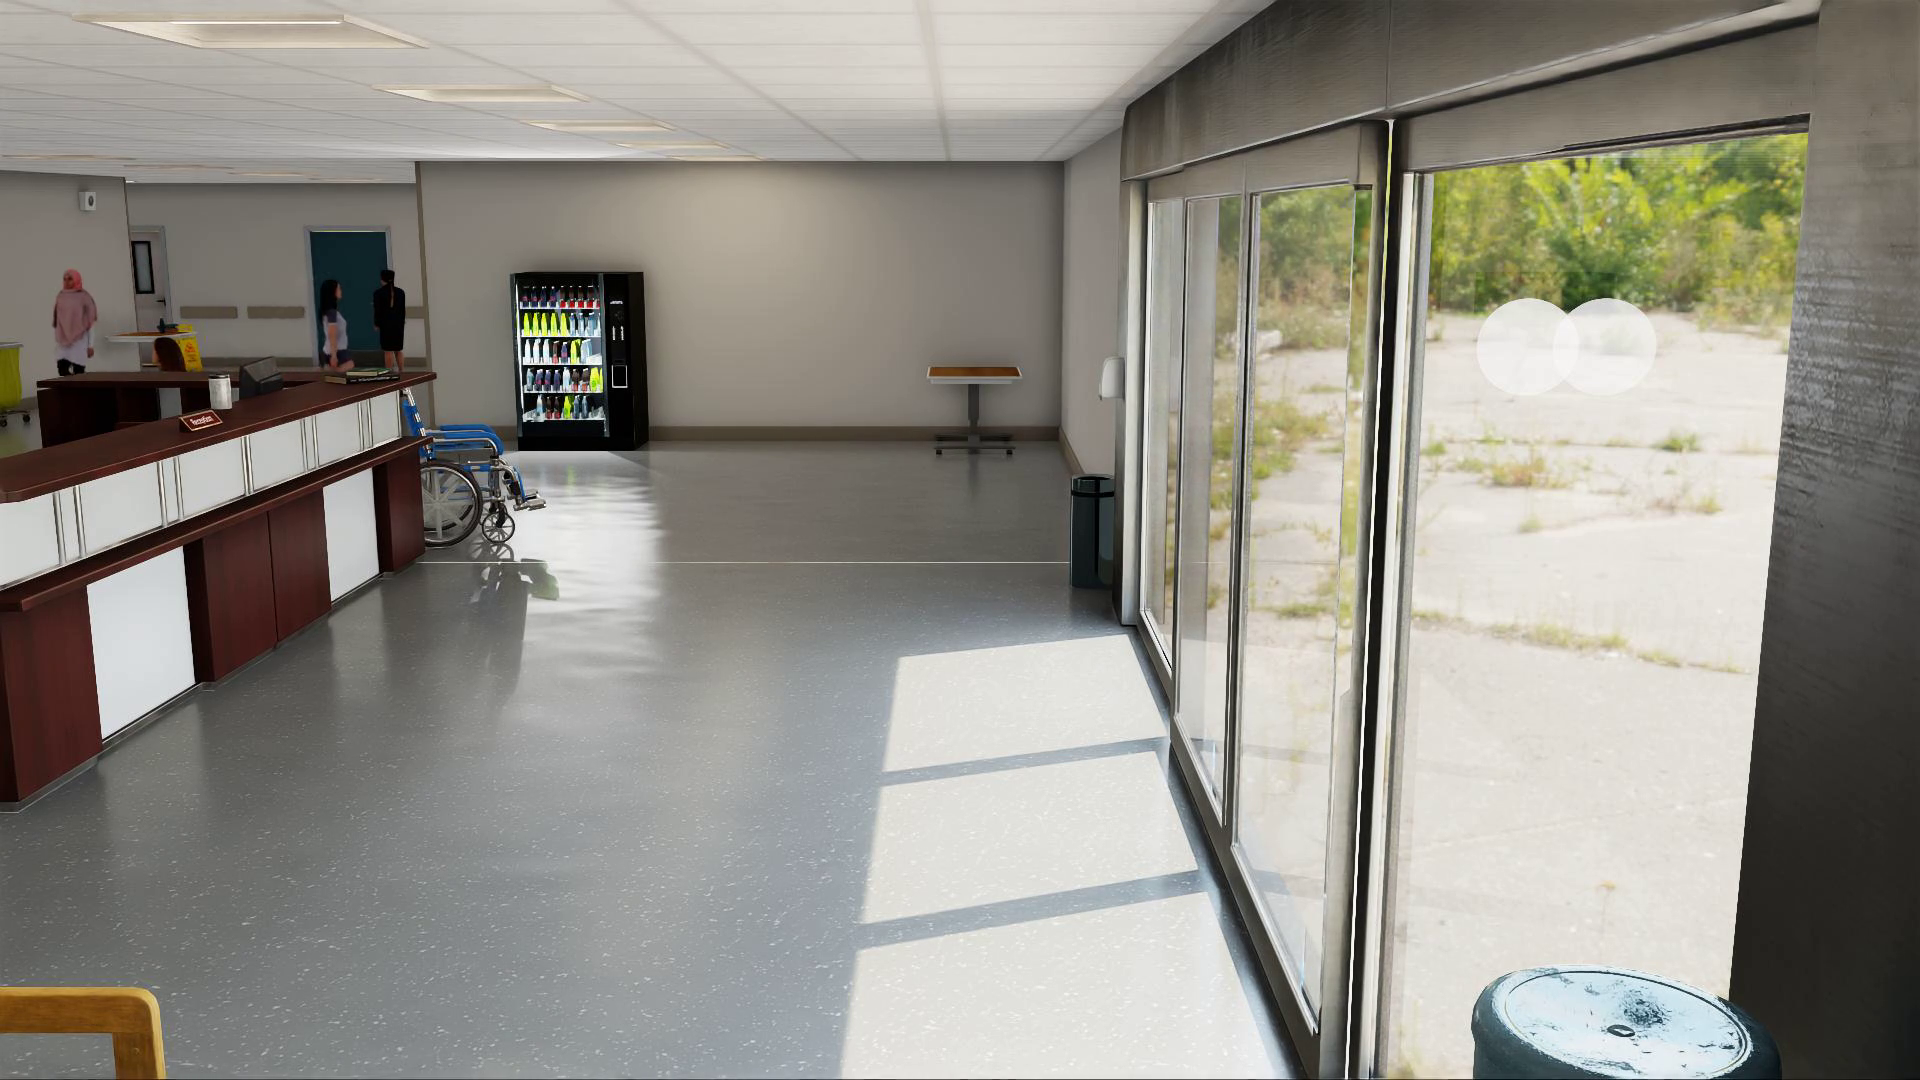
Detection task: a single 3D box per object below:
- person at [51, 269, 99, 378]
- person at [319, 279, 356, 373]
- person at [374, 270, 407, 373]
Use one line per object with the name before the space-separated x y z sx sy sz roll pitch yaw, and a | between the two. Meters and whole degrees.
person | -10.656 -2.364 20.124 0.691 1.794 0.722 1 11 6
person | -7.385 -2.176 19.445 1.159 1.677 0.905 -5 12 -26
person | -8.448 -3.164 24.669 0.829 1.671 0.804 7 13 34
